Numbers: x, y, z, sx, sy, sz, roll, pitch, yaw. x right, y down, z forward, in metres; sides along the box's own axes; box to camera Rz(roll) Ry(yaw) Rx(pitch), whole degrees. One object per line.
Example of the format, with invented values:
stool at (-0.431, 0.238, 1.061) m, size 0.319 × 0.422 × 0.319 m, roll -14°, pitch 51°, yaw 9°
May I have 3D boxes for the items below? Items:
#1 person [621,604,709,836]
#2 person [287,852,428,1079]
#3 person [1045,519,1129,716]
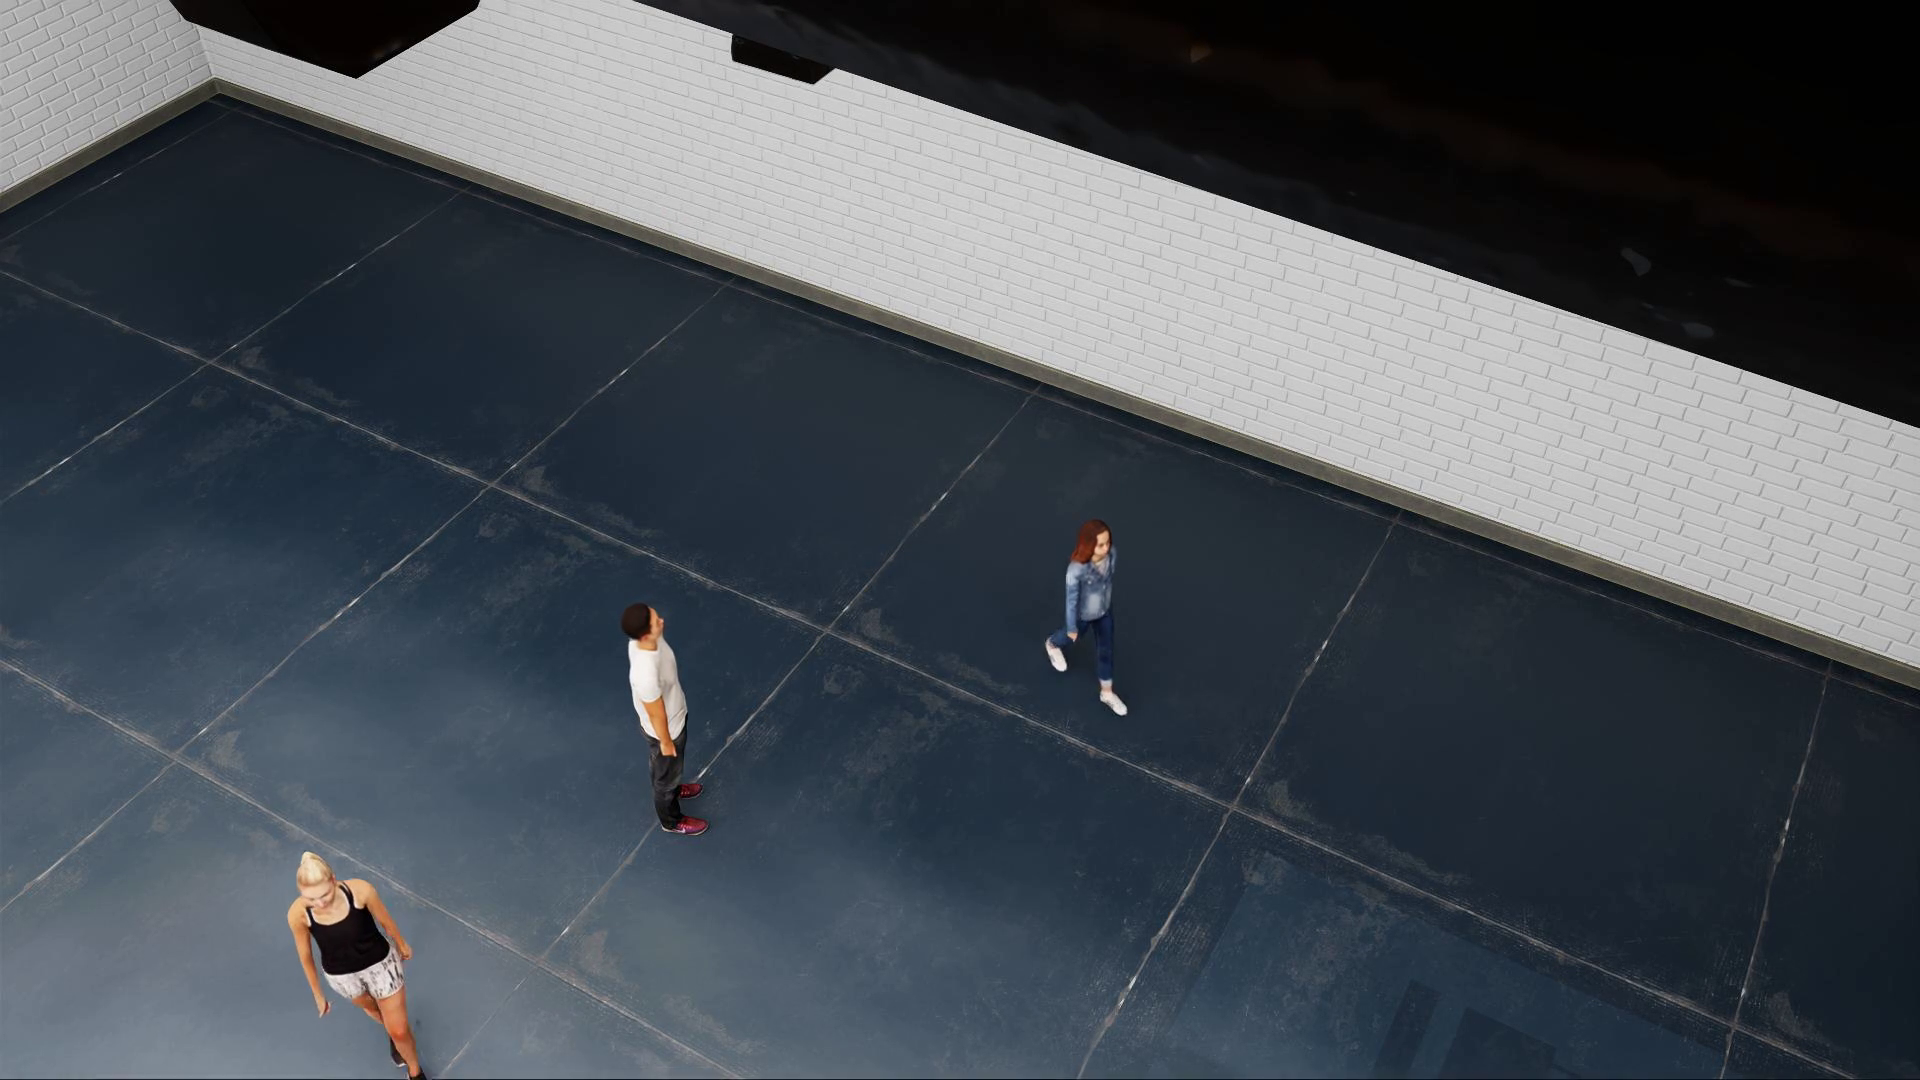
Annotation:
person at (-1.745, 1.023, 9.648) m, size 0.768 × 1.805 × 0.689 m, roll -7°, pitch 44°, yaw -8°
person at (-3.071, 2.102, 8.493) m, size 0.918 × 1.824 × 0.962 m, roll -14°, pitch 45°, yaw -14°
person at (0.763, 0.404, 10.543) m, size 1.018 × 1.455 × 0.894 m, roll -27°, pitch 50°, yaw -26°
